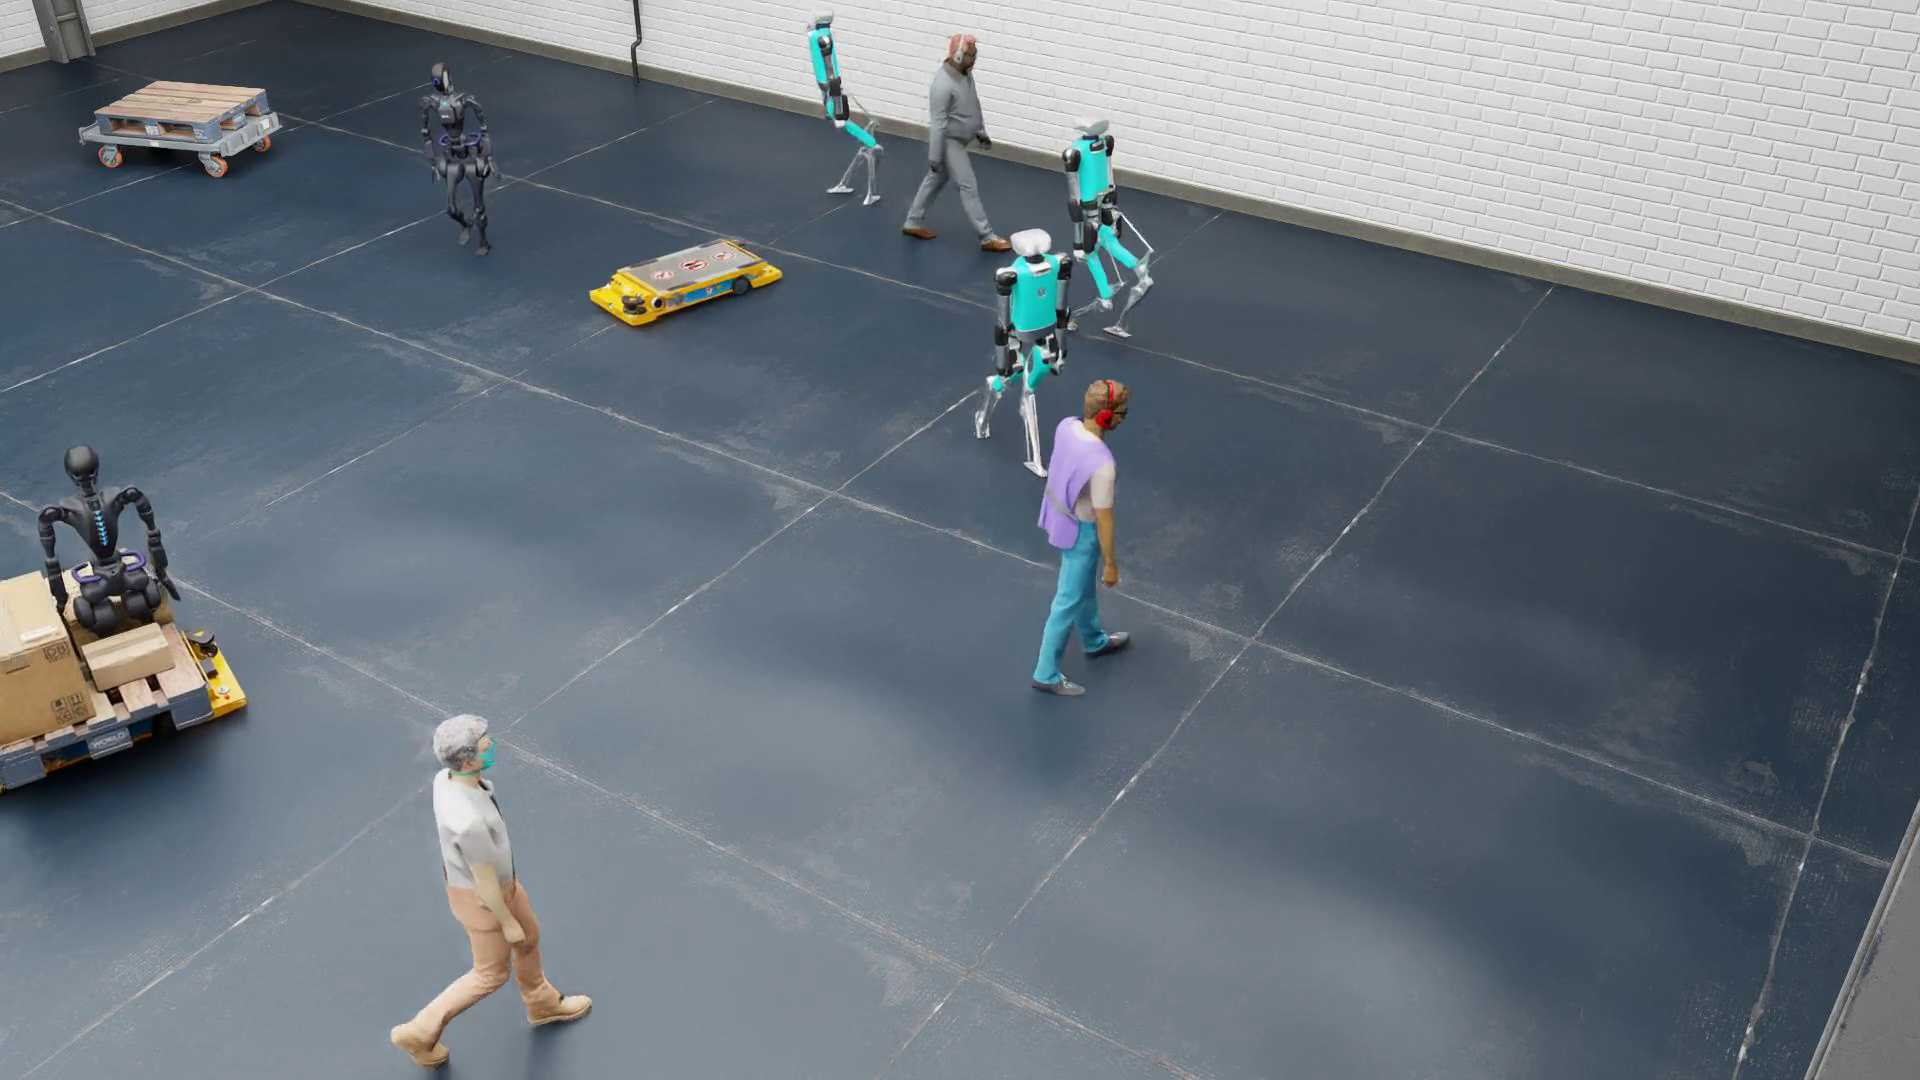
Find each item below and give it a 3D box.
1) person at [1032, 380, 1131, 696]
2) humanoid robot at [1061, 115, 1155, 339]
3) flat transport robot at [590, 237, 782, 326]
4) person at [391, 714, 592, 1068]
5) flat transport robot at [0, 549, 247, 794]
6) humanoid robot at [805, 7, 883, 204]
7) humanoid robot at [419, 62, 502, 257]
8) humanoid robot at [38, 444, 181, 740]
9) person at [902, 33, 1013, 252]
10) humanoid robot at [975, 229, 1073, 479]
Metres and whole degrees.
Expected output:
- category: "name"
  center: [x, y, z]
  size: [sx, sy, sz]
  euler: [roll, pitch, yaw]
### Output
- category: "person"
  center: [0.692, -0.020, 8.886]
  size: [0.670, 1.822, 0.623]
  euler: [-10, 34, -15]
- category: "humanoid robot"
  center: [1.129, -2.247, 12.394]
  size: [0.935, 1.737, 0.531]
  euler: [24, 40, 32]
- category: "flat transport robot"
  center: [-2.225, -2.117, 13.550]
  size: [1.431, 0.231, 0.659]
  euler: [-25, 40, -33]
- category: "person"
  center: [-1.982, 1.429, 6.681]
  size: [0.746, 1.726, 0.460]
  euler: [-10, 34, -15]
- category: "flat transport robot"
  center: [-4.626, 0.911, 8.839]
  size: [1.431, 0.231, 0.659]
  euler: [-21, 38, -29]
- category: "humanoid robot"
  center: [-0.958, -3.905, 14.974]
  size: [0.809, 1.783, 0.530]
  euler: [-9, 34, -14]
- category: "humanoid robot"
  center: [-4.151, -3.189, 13.917]
  size: [0.614, 1.648, 0.369]
  euler: [1, 33, 2]
- category: "humanoid robot"
  center: [-4.392, 0.248, 8.597]
  size: [0.609, 1.648, 0.609]
  euler: [-23, 39, -31]
- category: "person"
  center: [-0.041, -3.354, 14.012]
  size: [1.021, 1.850, 0.659]
  euler: [8, 33, 12]
- category: "humanoid robot"
  center: [0.323, -1.286, 10.941]
  size: [0.556, 1.815, 0.889]
  euler: [-16, 36, -23]
